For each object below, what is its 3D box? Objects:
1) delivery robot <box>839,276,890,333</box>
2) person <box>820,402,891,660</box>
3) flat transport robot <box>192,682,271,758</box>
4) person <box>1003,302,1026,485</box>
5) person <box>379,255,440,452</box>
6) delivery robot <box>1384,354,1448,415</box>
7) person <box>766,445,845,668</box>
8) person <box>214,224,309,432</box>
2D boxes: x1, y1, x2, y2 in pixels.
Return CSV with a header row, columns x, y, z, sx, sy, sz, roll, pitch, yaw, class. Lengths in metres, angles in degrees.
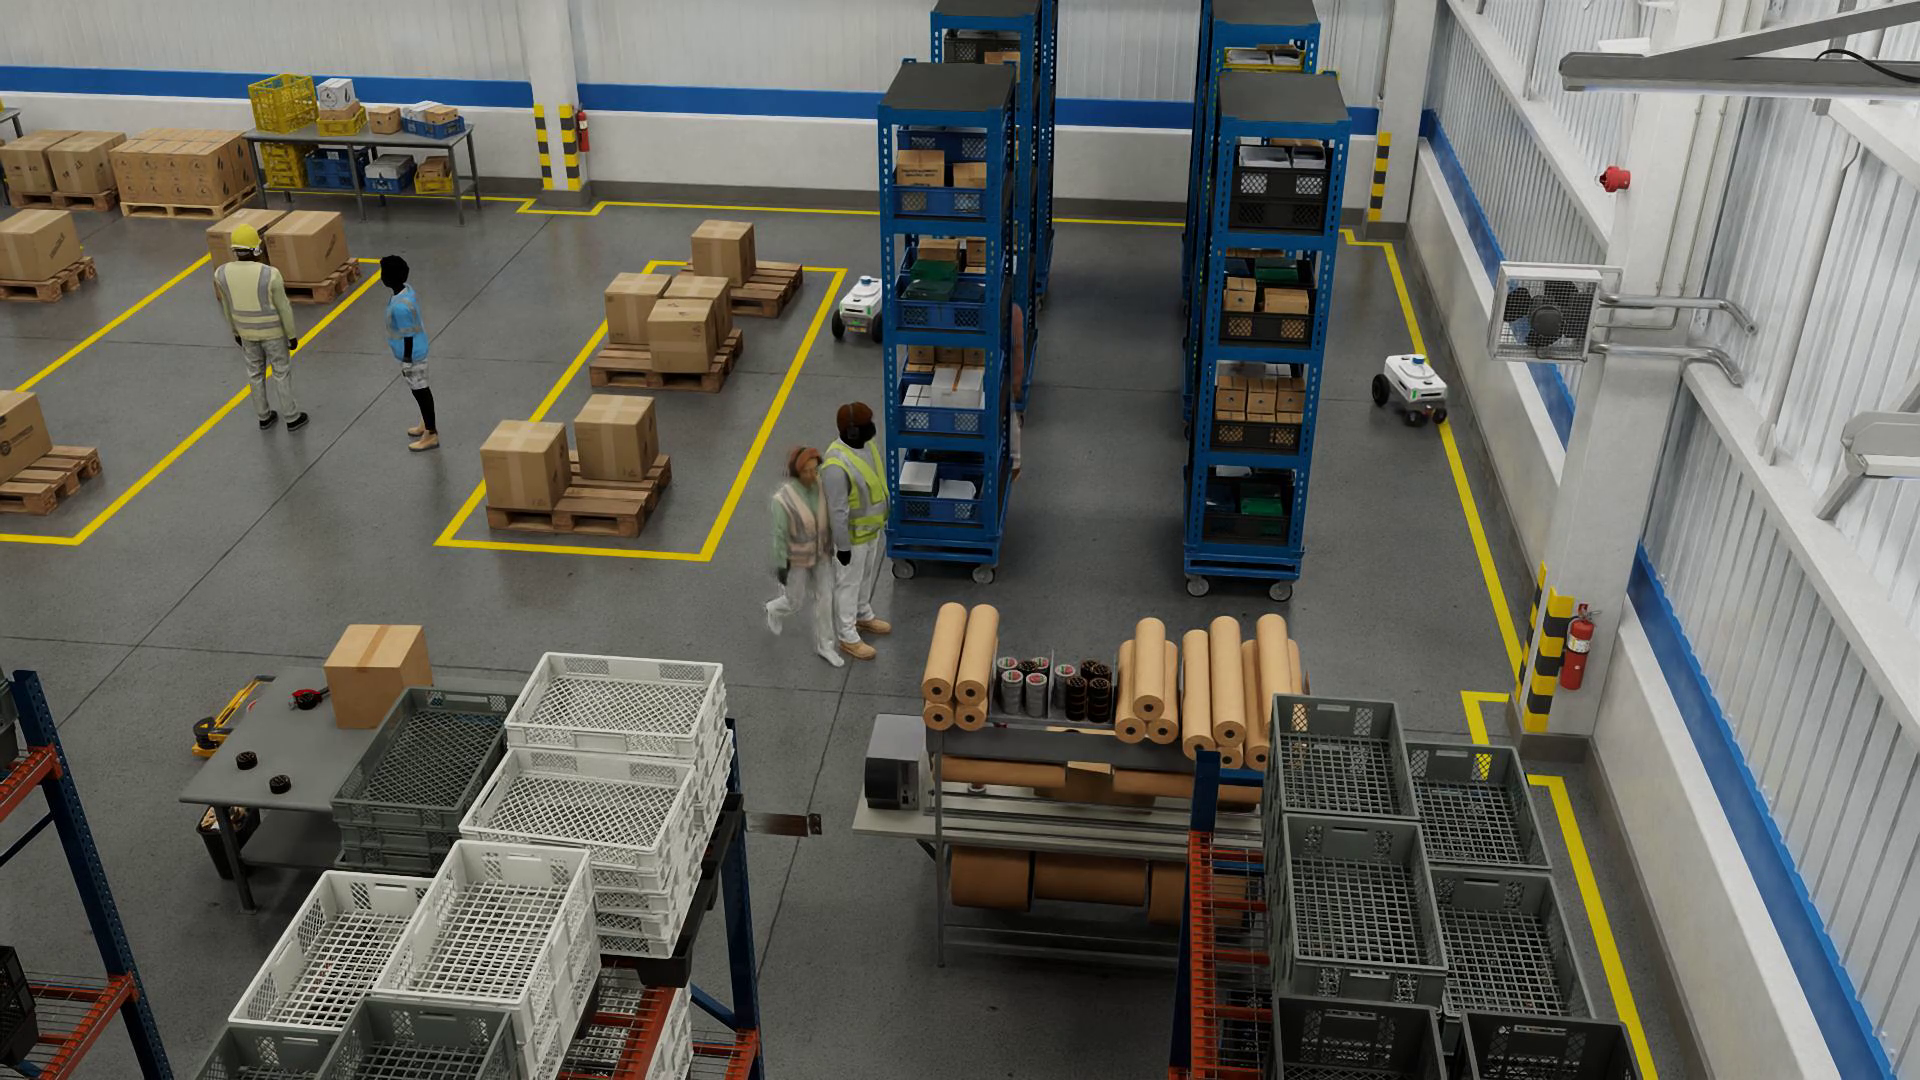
x,y,z,sx,sy,sz,roll,pitch,yaw,class
-0.915,-2.351,16.314,0.477,0.478,0.707,9,31,15,delivery robot
-0.683,-0.086,11.242,0.429,1.842,0.634,9,31,16,person
-4.089,1.163,10.648,1.431,0.197,0.652,3,30,6,flat transport robot
0.217,-1.333,13.272,0.651,1.963,0.504,15,33,23,person
-4.614,-1.575,13.943,0.318,1.697,0.535,-8,31,-14,person
4.021,-1.401,14.682,0.477,0.478,0.707,-4,31,-7,delivery robot
-1.067,0.075,11.176,0.525,1.619,0.626,-24,38,-35,person
-5.956,-1.806,14.219,0.595,1.824,0.404,3,30,5,person
